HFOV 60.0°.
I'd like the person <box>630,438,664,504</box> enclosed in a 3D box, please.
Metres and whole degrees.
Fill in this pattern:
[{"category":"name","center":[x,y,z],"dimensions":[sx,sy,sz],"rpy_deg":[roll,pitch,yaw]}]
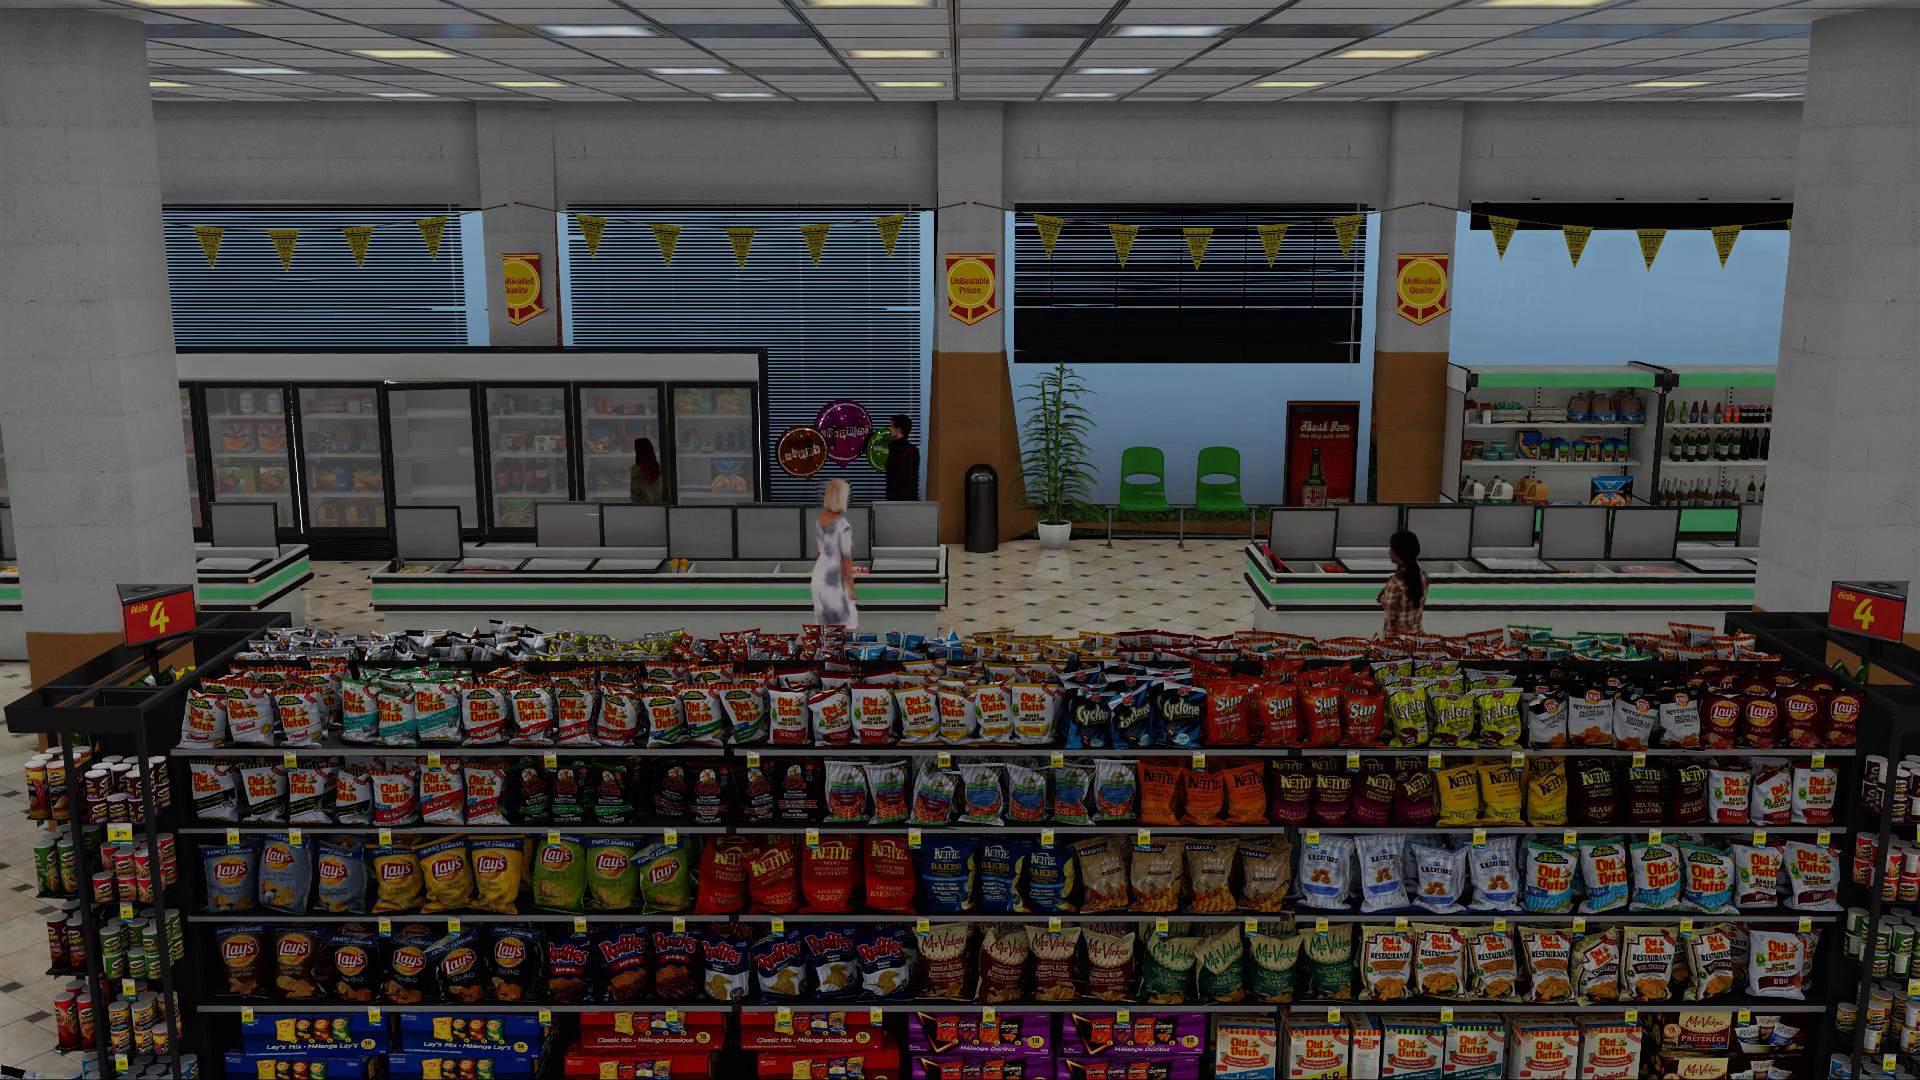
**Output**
[{"category":"person","center":[-3.333,-0.355,17.687],"dimensions":[0.655,1.475,0.645],"rpy_deg":[7,14,30]}]

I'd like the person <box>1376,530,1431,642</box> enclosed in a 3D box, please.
[{"category":"person","center":[3.100,0.833,11.347],"dimensions":[1.098,1.763,1.011],"rpy_deg":[-7,14,-31]}]

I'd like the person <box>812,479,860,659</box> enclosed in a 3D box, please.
[{"category":"person","center":[-1.058,0.372,13.591],"dimensions":[0.674,1.741,0.737],"rpy_deg":[9,15,36]}]

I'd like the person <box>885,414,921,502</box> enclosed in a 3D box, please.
[{"category":"person","center":[-0.568,-0.355,16.805],"dimensions":[0.636,1.840,0.744],"rpy_deg":[2,12,11]}]
